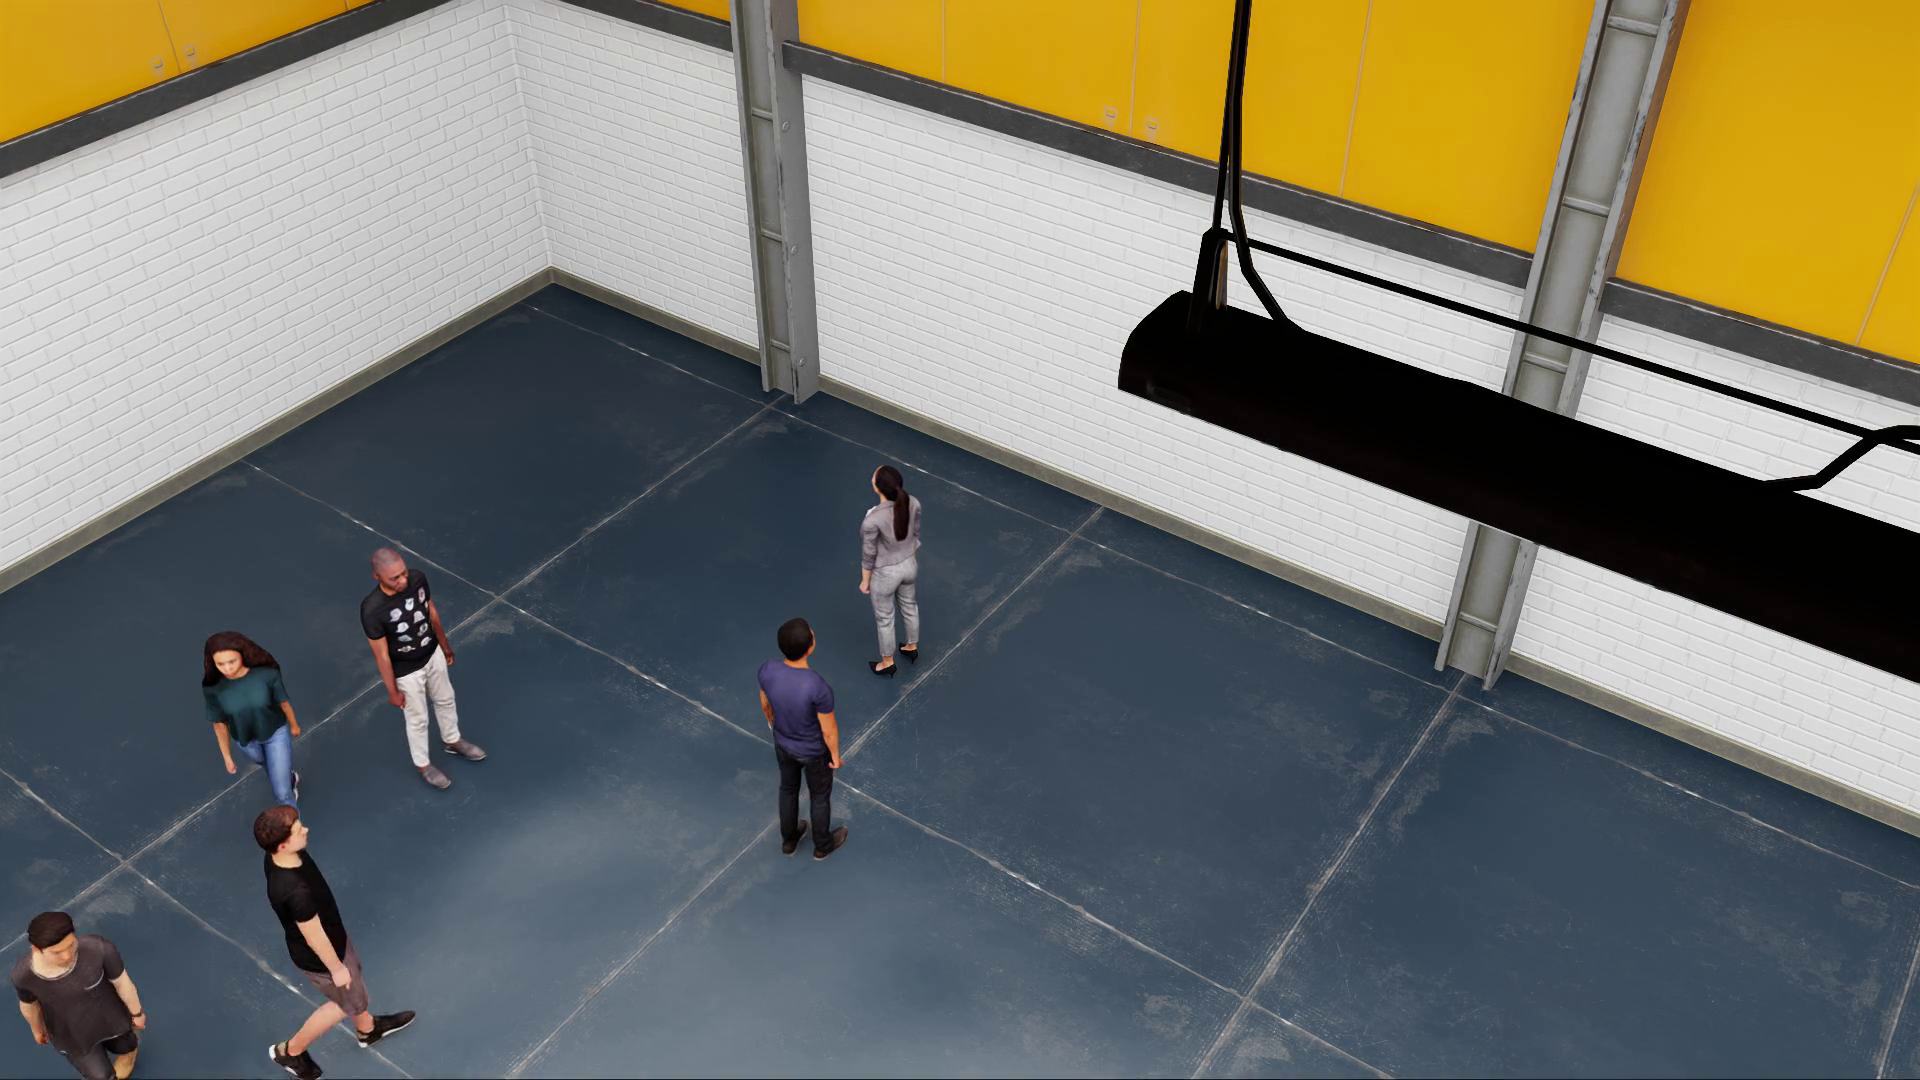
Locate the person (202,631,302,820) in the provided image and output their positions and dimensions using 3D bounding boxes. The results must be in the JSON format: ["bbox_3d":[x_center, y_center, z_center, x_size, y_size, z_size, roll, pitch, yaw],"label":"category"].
[{"bbox_3d":[-4.127,1.113,9.823,1.039,1.570,1.159,-10,40,-12],"label":"person"}]

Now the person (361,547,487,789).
[{"bbox_3d":[-3.326,0.739,10.107,0.638,1.800,0.686,19,42,22],"label":"person"}]

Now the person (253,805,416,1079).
[{"bbox_3d":[-3.320,2.060,8.410,0.996,1.853,1.026,-18,42,-21],"label":"person"}]

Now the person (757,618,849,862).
[{"bbox_3d":[-0.938,1.172,9.569,0.548,1.793,0.750,16,41,20],"label":"person"}]

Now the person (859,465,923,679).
[{"bbox_3d":[-0.442,0.211,10.864,0.676,1.678,0.670,-28,46,-30],"label":"person"}]

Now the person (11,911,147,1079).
[{"bbox_3d":[-4.335,2.320,8.236,0.885,1.664,1.135,-18,42,-22],"label":"person"}]
